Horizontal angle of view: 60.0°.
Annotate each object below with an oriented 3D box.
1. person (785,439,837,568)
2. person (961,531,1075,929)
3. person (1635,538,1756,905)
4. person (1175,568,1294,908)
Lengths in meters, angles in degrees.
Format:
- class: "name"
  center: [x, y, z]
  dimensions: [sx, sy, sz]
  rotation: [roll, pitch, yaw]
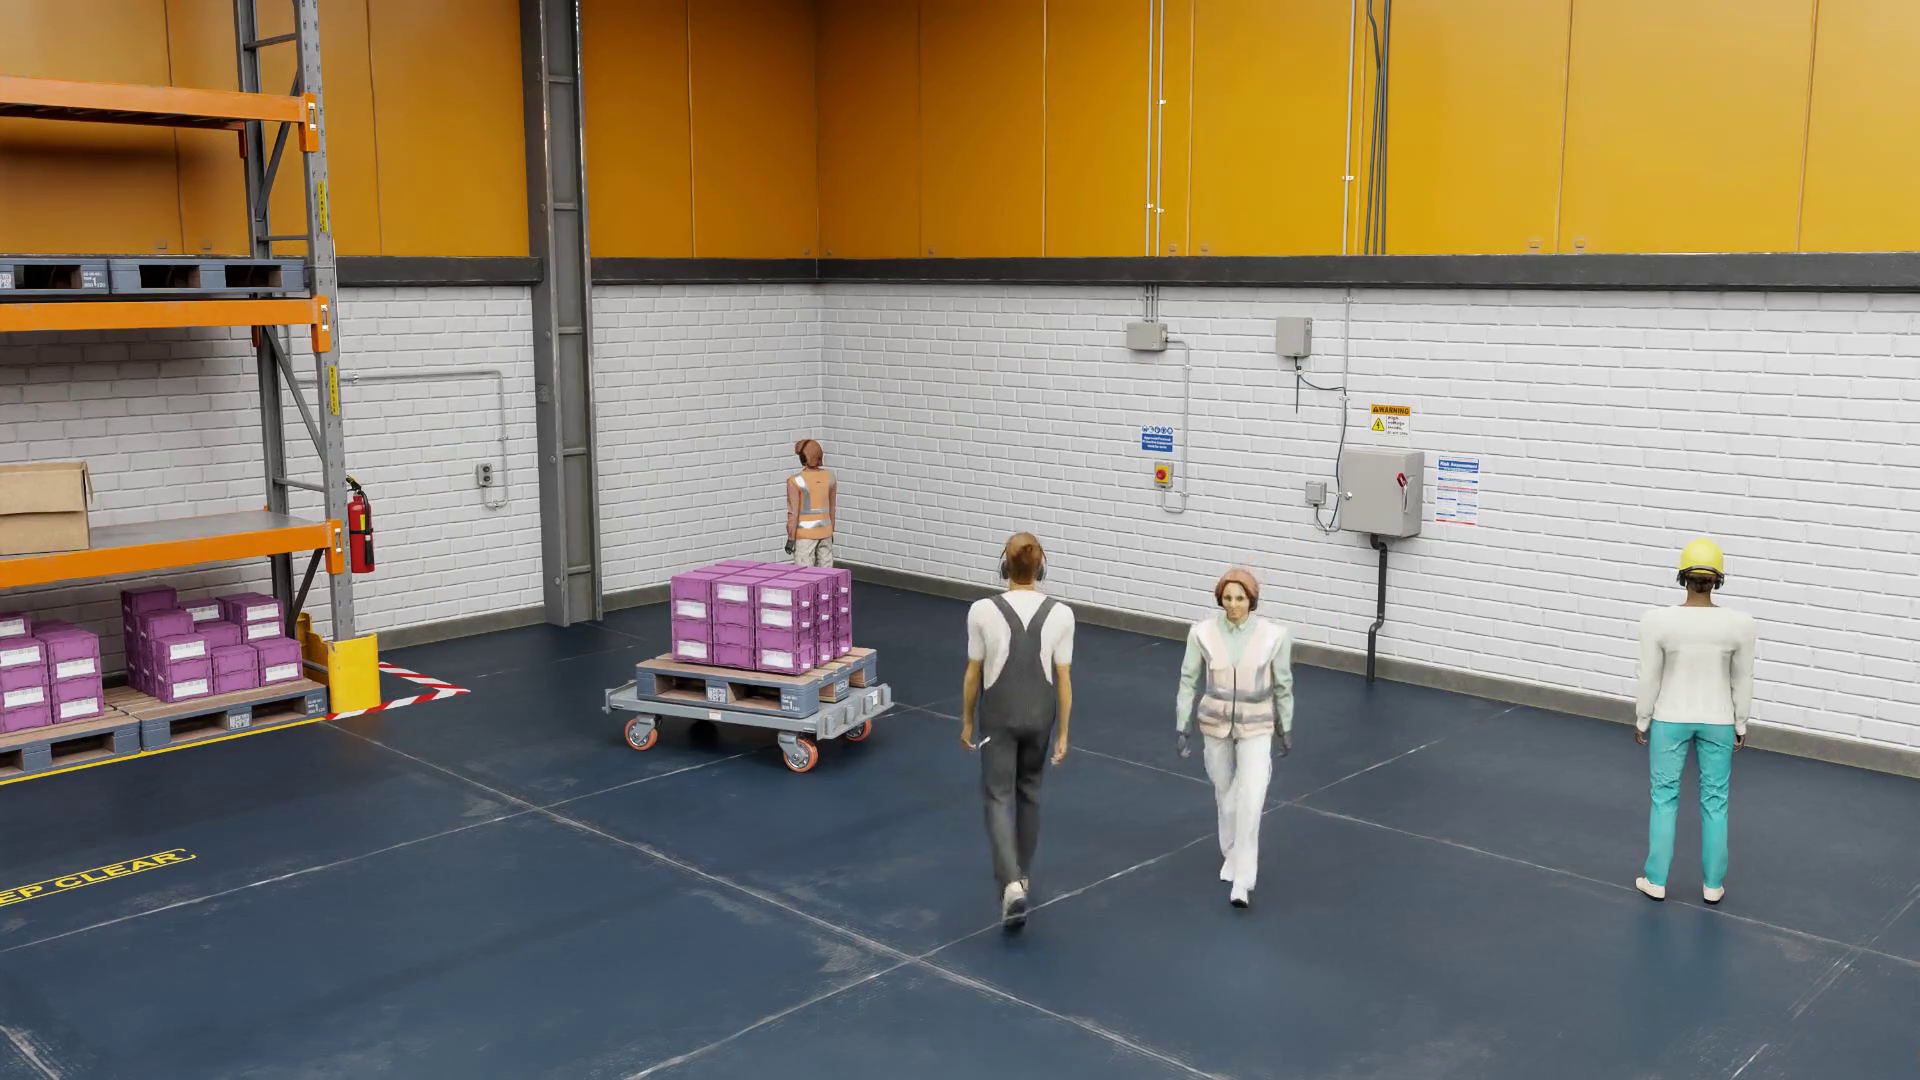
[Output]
- class: "person"
  center: [-1.226, -0.020, 13.768]
  dimensions: [0.307, 1.643, 0.514]
  rotation: [9, 13, 43]
- class: "person"
  center: [0.282, 0.869, 7.771]
  dimensions: [0.514, 1.823, 0.847]
  rotation: [-2, 9, -10]
- class: "person"
  center: [3.495, 0.867, 7.951]
  dimensions: [0.525, 1.769, 0.308]
  rotation: [2, 9, 13]
- class: "person"
  center: [1.300, 0.942, 7.978]
  dimensions: [0.548, 1.593, 0.833]
  rotation: [3, 10, 19]
